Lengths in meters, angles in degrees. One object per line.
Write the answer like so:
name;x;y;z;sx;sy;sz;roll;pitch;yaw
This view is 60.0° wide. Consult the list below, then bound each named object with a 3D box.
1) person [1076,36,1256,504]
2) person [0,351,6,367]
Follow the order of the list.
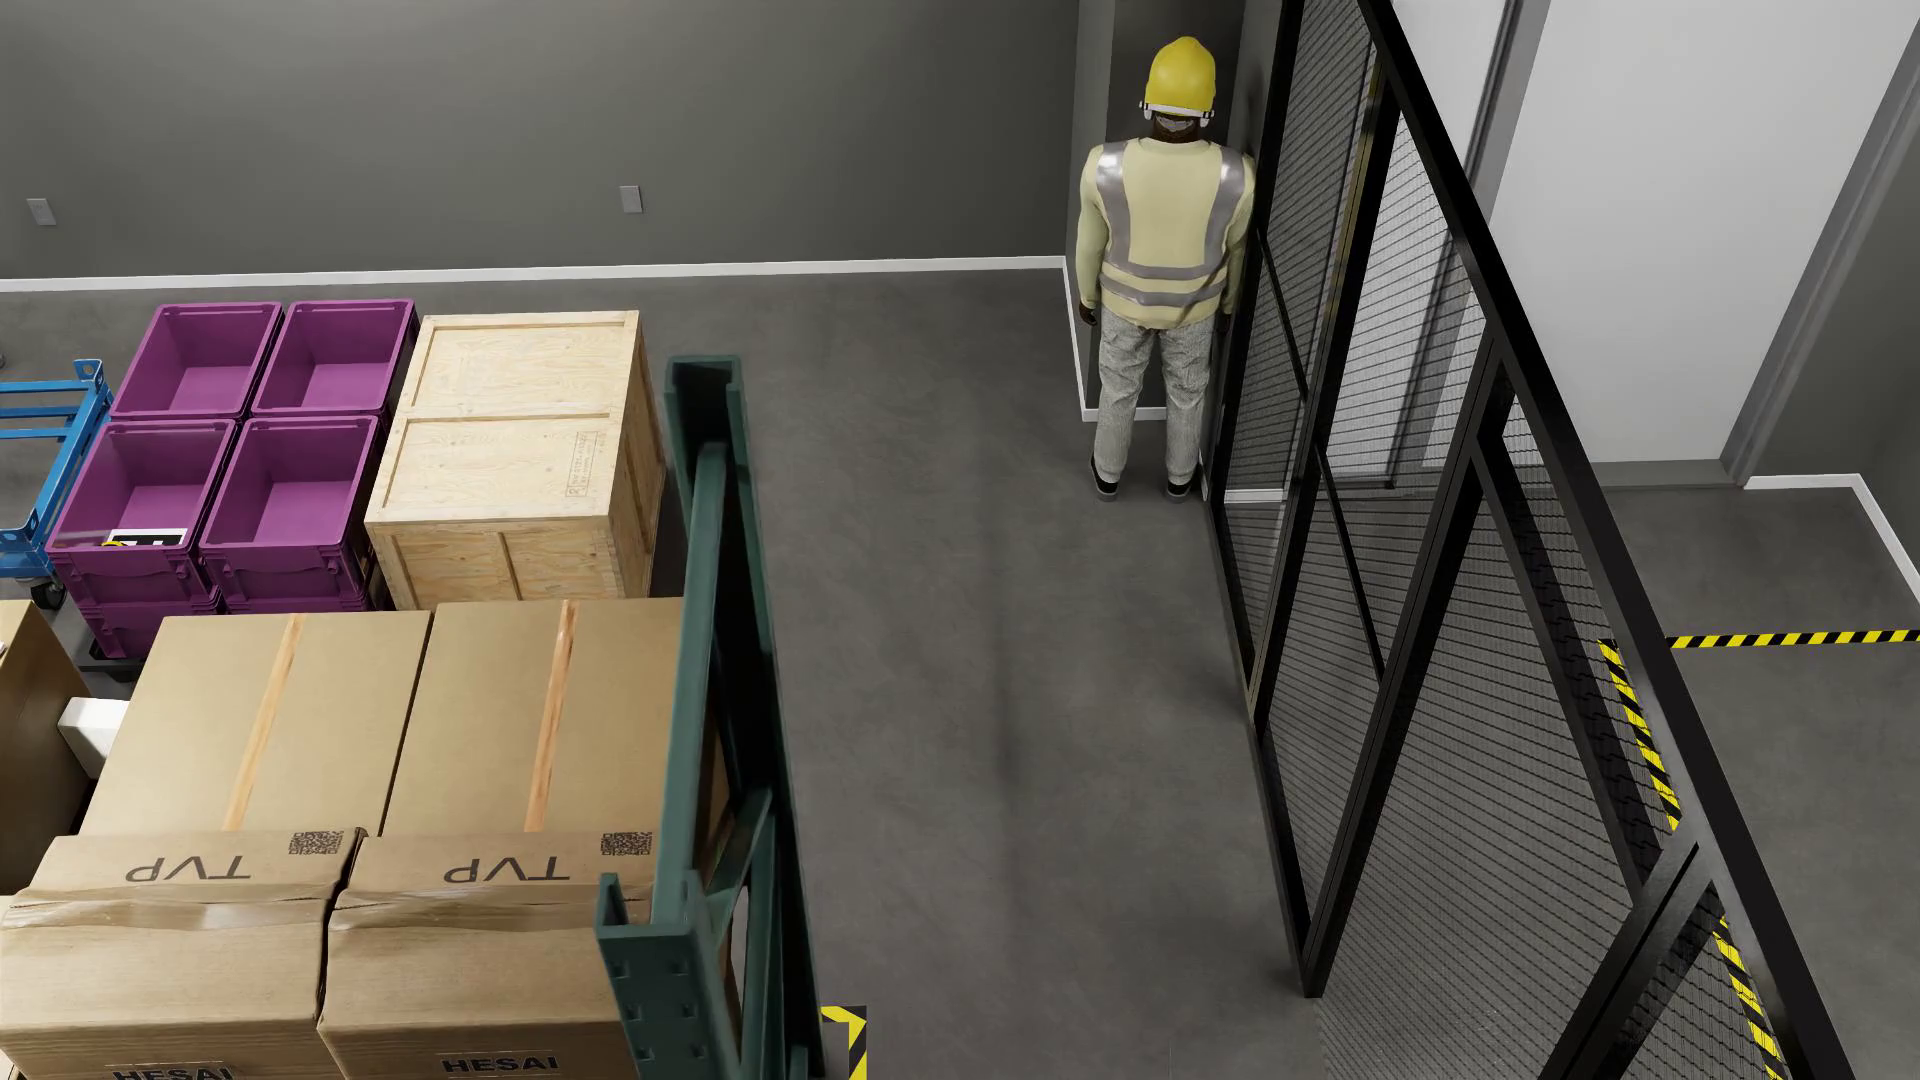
person;0.681;-0.854;5.643;0.590;1.833;0.404;4;46;3
person;-4.038;-1.266;5.966;0.372;1.940;0.630;-4;46;-3
